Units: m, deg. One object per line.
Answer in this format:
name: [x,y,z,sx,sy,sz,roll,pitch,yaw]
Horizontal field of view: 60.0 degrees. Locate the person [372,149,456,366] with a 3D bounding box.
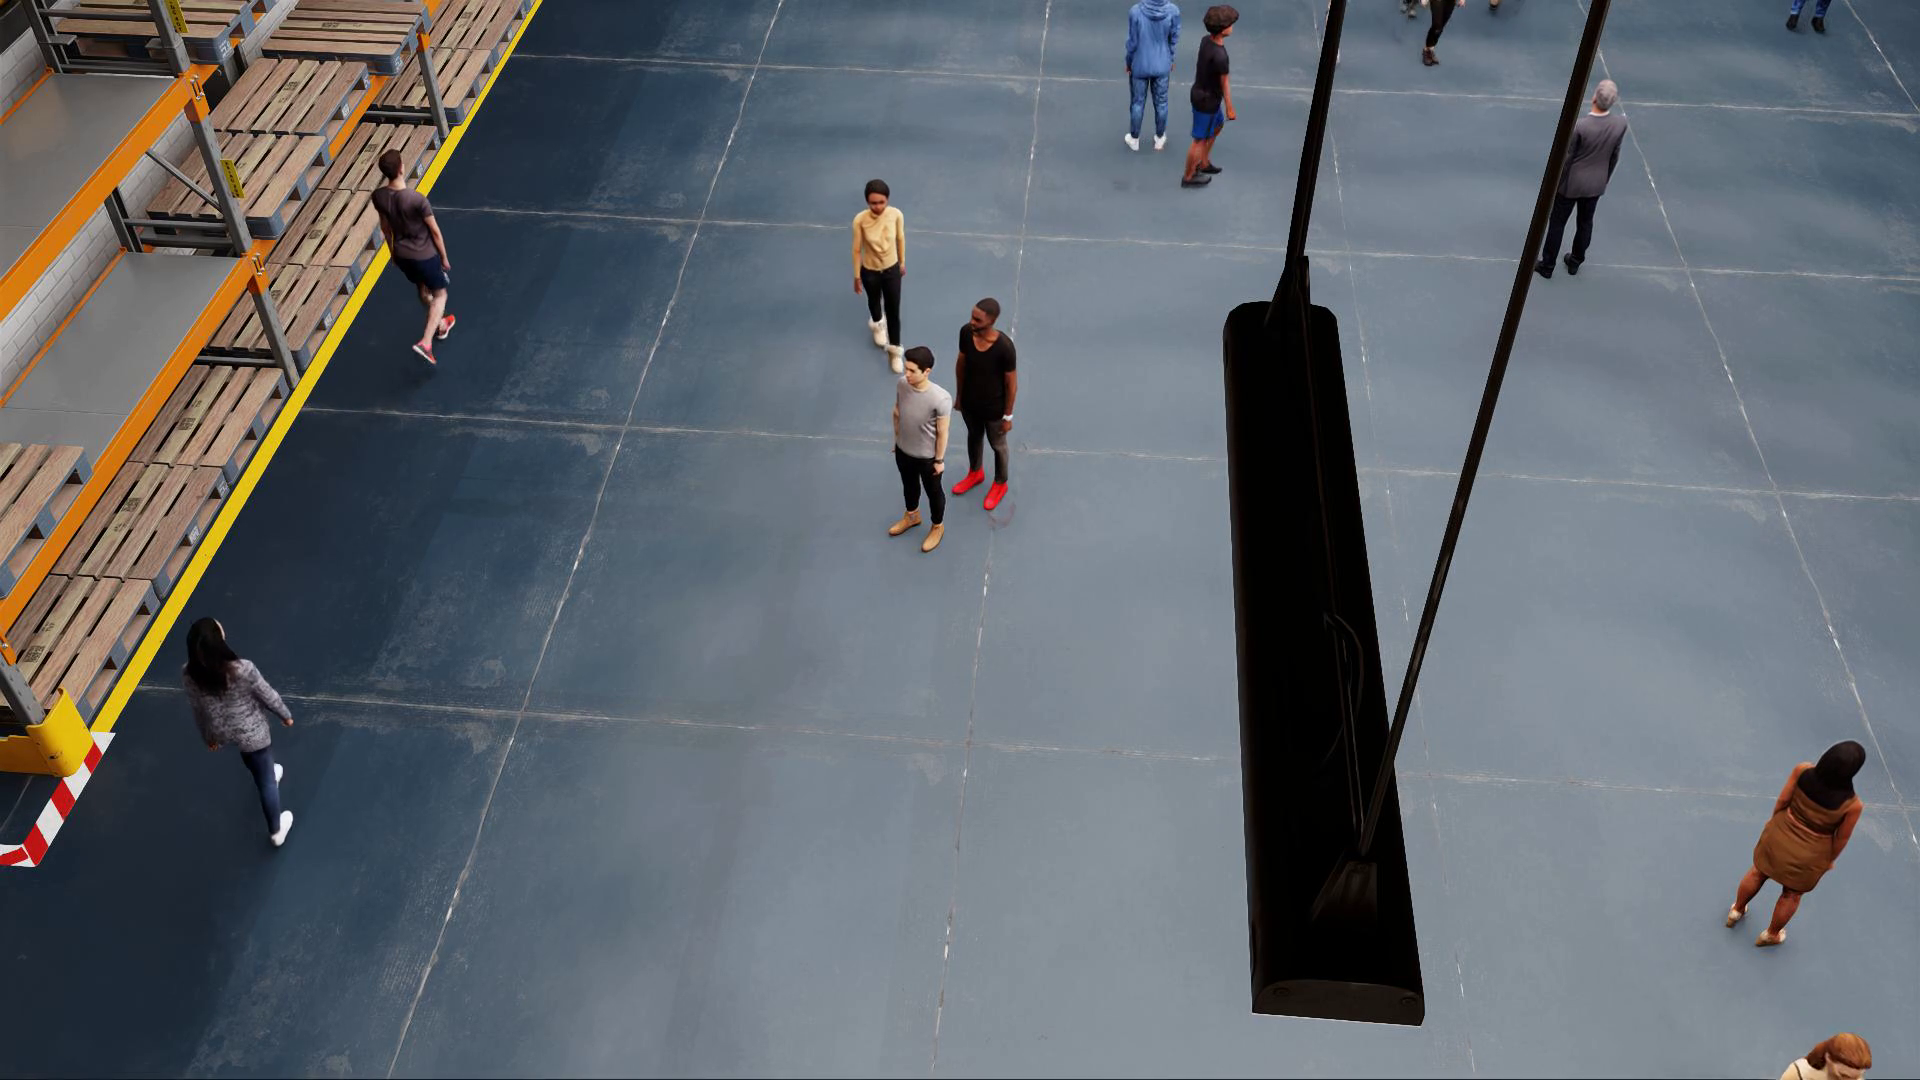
person: [-4.392,-2.251,13.373,0.740,1.831,1.062,8,44,8]

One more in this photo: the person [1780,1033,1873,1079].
person: [4.071,2.837,8.195,0.674,1.607,0.951,9,44,9]

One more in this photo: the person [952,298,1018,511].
person: [0.194,-1.017,12.098,0.718,1.803,0.716,27,50,25]

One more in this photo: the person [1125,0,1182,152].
person: [1.814,-4.561,15.813,0.686,1.811,0.583,-1,44,-1]

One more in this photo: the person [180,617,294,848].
person: [-4.281,1.189,9.852,0.690,1.706,0.870,-1,44,-1]

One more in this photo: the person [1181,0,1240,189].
person: [2.189,-4.038,15.286,0.727,1.780,0.661,-6,44,-6]

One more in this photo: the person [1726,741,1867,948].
person: [4.702,1.701,9.327,0.693,1.690,0.631,-29,51,-27]

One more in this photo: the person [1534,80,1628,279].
person: [5.317,-3.085,14.242,0.762,1.841,0.692,-6,44,-6]

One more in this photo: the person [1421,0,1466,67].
person: [4.972,-5.658,17.211,0.690,1.470,0.694,-13,45,-13]

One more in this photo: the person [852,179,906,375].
person: [-0.664,-2.234,13.506,0.781,1.624,1.088,-7,44,-7]

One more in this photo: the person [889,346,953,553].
person: [-0.277,-0.672,11.794,0.688,1.723,0.702,28,50,26]
